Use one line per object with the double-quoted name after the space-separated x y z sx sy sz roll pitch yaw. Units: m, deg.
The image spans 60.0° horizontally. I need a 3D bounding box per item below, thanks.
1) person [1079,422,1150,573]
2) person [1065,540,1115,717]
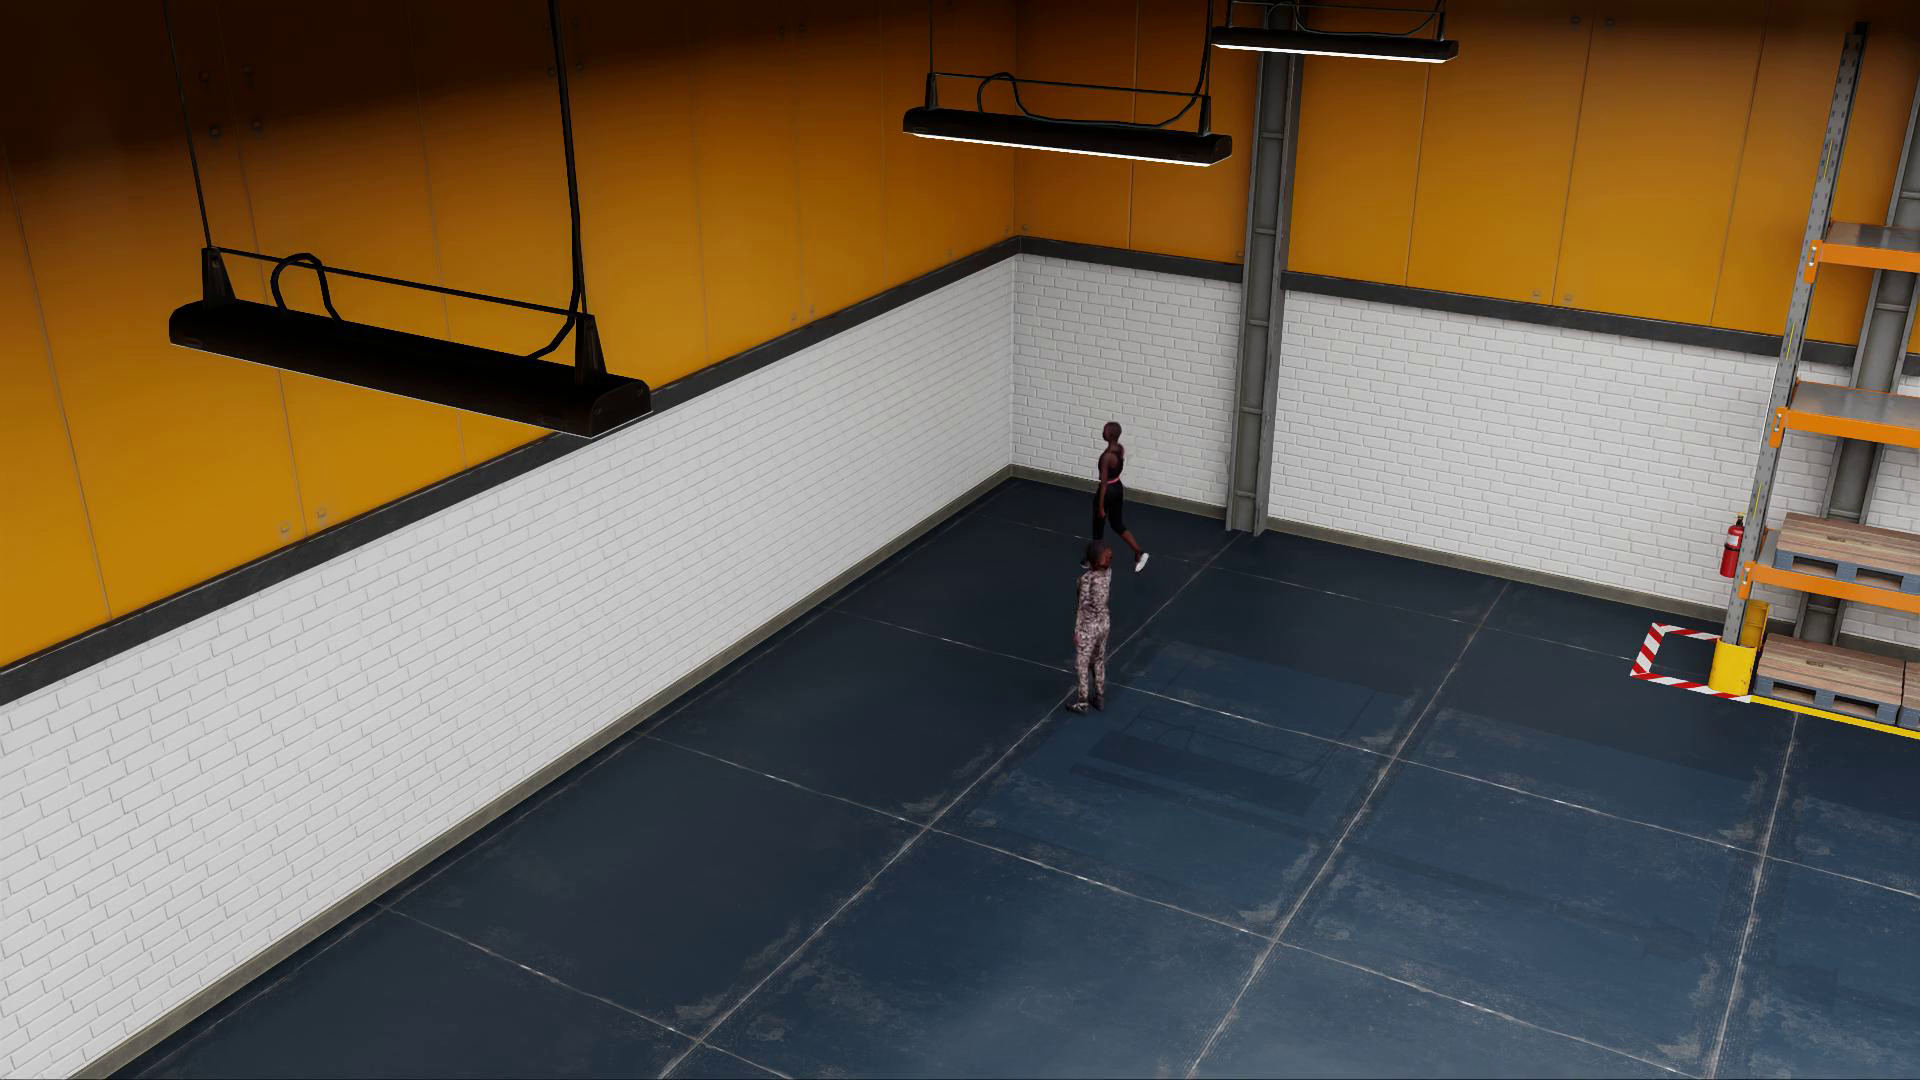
1.688 -0.433 17.868 1.048 1.744 0.670 16 28 33 "person"
1.214 0.796 15.096 0.667 1.713 0.655 19 30 37 "person"
